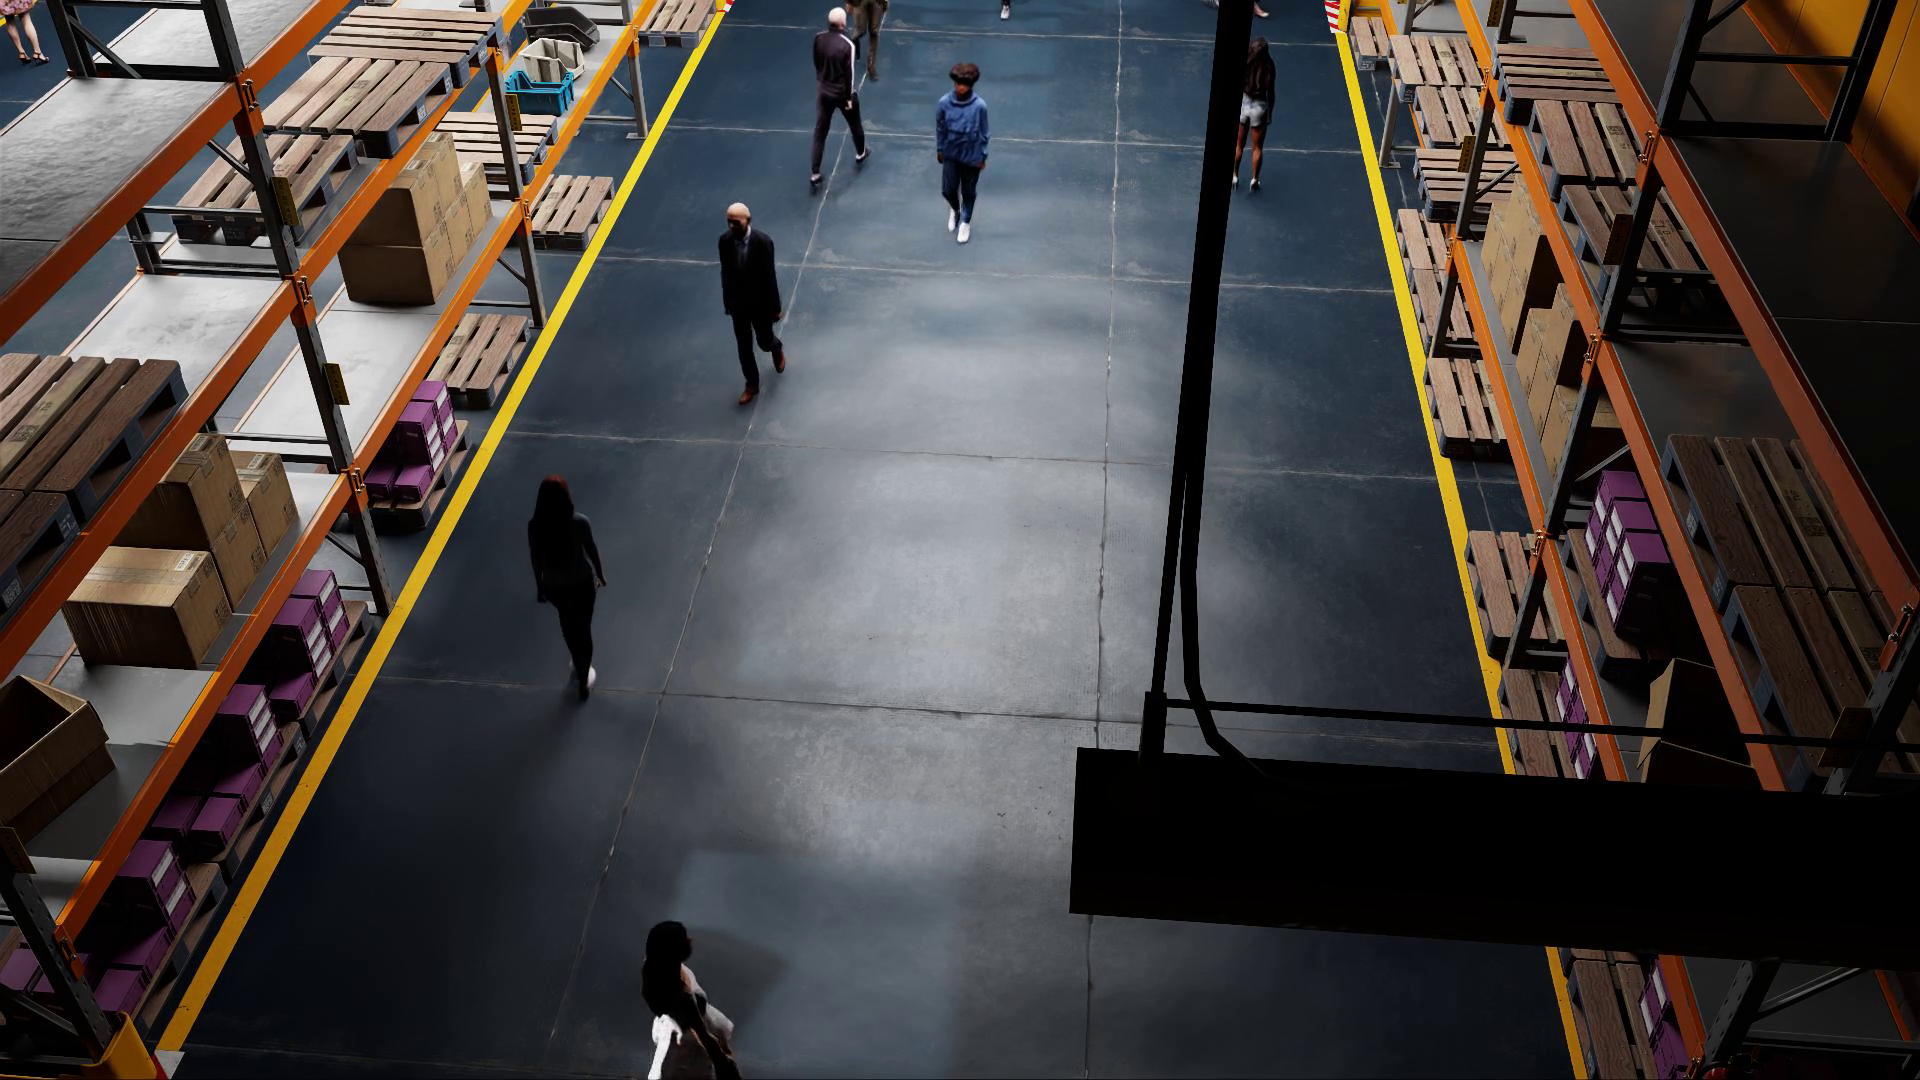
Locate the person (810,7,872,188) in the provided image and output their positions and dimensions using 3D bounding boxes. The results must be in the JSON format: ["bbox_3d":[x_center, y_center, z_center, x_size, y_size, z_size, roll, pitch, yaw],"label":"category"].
[{"bbox_3d":[-1.332,-4.472,17.001,0.918,1.777,1.343,15,41,17],"label":"person"}]

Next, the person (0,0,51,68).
[{"bbox_3d":[-11.134,-6.430,19.455,0.677,1.775,0.680,0,39,0],"label":"person"}]

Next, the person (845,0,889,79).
[{"bbox_3d":[-1.108,-6.290,19.269,0.887,1.787,1.003,-13,40,-16],"label":"person"}]

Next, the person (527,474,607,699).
[{"bbox_3d":[-2.588,0.367,10.981,0.649,1.729,0.652,-3,39,-4],"label":"person"}]

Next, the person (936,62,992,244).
[{"bbox_3d":[0.033,-3.797,16.138,0.690,1.799,0.651,5,39,6],"label":"person"}]

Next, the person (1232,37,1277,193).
[{"bbox_3d":[2.970,-4.320,16.931,0.611,1.627,0.618,12,40,14],"label":"person"}]

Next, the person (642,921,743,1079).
[{"bbox_3d":[-1.440,2.580,8.213,1.121,1.724,1.196,-20,43,-23],"label":"person"}]

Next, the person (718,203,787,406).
[{"bbox_3d":[-1.720,-2.033,13.944,0.763,1.781,0.959,9,40,12],"label":"person"}]

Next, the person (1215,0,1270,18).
[{"bbox_3d":[3.553,-7.410,20.709,1.045,1.740,1.059,27,46,30],"label":"person"}]
